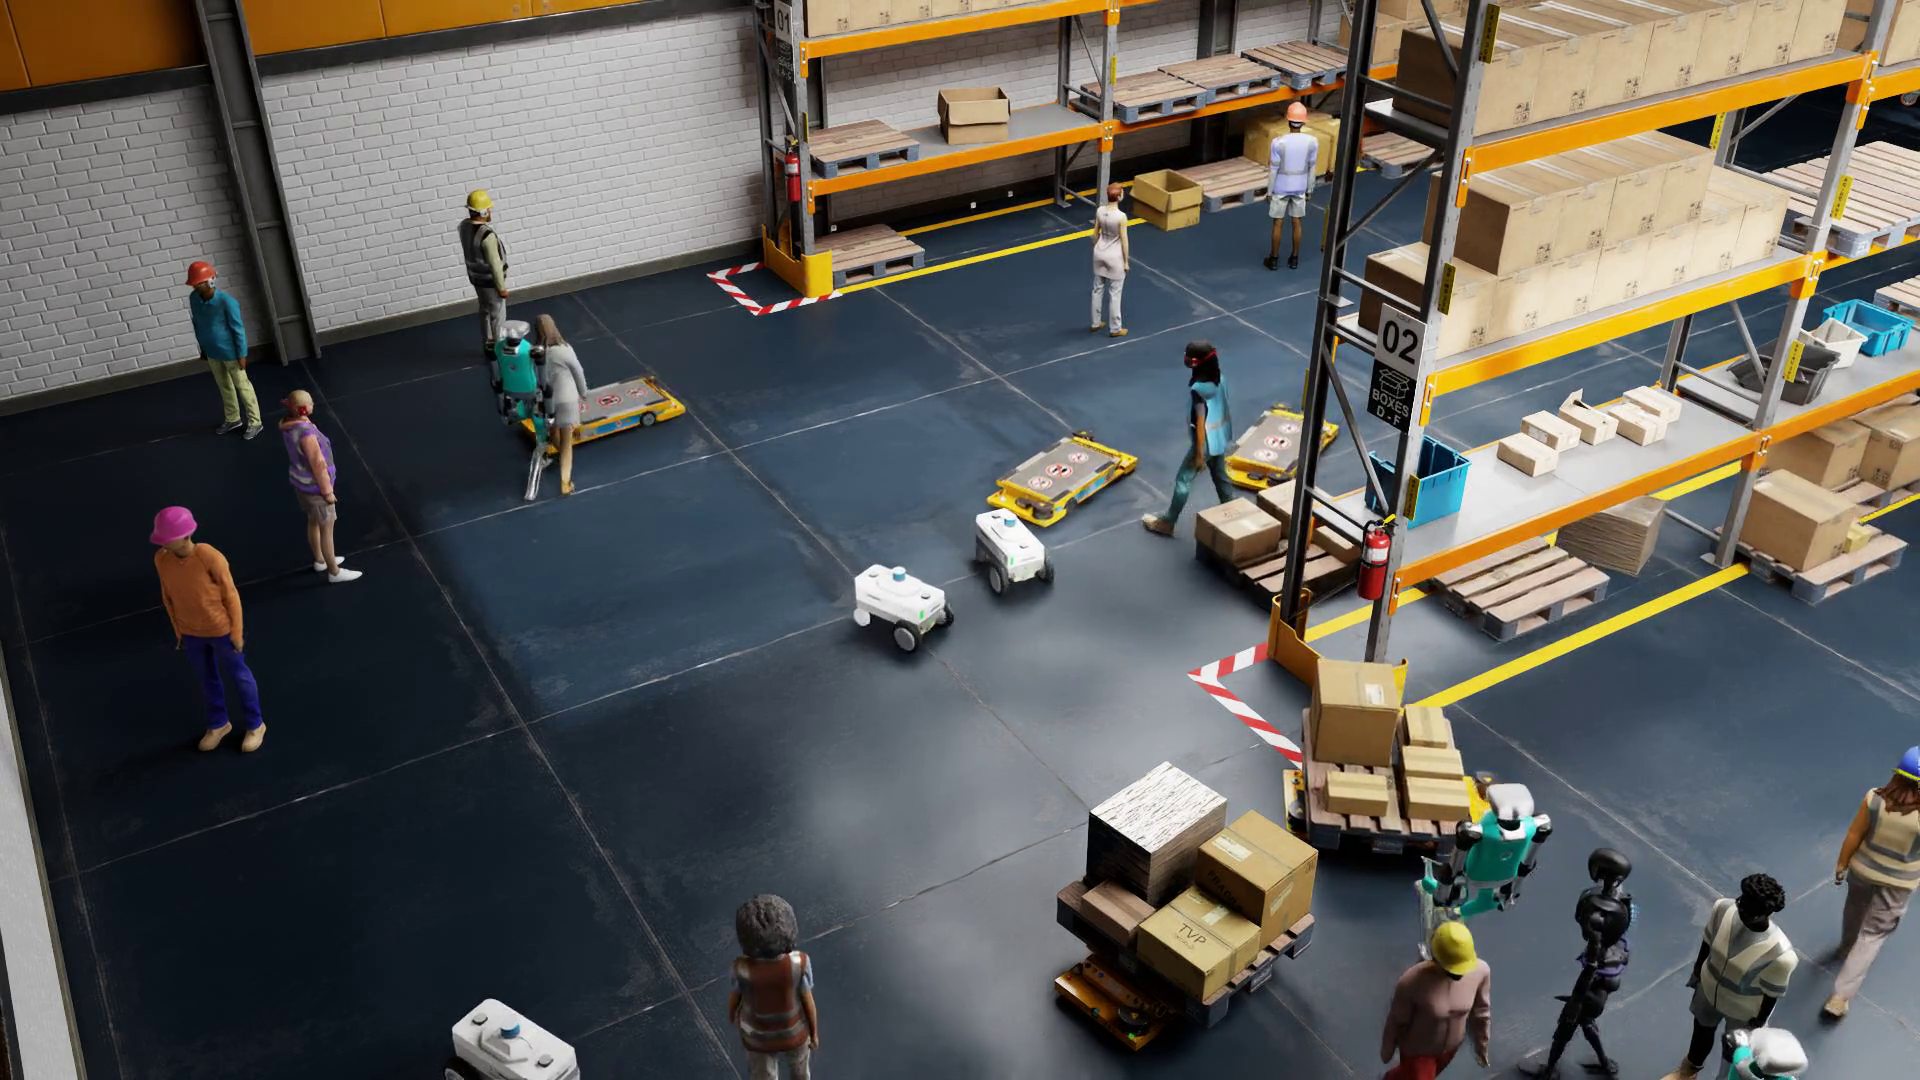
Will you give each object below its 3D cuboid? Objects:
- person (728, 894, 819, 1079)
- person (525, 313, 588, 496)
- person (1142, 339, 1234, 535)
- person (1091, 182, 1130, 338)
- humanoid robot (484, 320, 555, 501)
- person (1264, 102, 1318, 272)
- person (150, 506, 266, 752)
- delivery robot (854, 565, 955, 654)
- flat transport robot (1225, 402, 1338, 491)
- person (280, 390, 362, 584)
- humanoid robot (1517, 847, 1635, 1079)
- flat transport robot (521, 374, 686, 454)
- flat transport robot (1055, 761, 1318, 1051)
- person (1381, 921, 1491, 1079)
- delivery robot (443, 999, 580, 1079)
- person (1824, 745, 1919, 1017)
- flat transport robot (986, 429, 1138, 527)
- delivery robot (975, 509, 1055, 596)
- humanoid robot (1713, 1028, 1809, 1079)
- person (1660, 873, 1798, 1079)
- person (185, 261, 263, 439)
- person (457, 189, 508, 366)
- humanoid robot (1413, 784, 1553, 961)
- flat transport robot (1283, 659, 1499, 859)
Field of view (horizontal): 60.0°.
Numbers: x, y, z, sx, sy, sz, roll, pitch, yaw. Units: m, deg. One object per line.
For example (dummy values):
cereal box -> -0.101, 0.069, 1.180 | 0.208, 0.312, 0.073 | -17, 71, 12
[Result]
person -> -0.997, 2.508, 8.772 | 0.449, 1.653, 0.780 | -7, 33, -11
person -> -3.582, -1.264, 14.817 | 0.508, 1.613, 0.847 | -1, 32, -1
person -> 1.994, -0.825, 13.950 | 0.821, 1.817, 0.573 | 18, 36, 26
person -> 1.578, -2.948, 17.471 | 0.442, 1.660, 0.287 | 25, 40, 34
humanoid robot -> -3.756, -1.215, 14.641 | 0.563, 1.738, 0.992 | 3, 32, 5
person -> 3.749, -4.017, 18.925 | 0.568, 1.933, 0.383 | -3, 32, -5
person -> -5.205, 0.609, 11.504 | 0.505, 1.983, 0.390 | 3, 32, 5
delivery robot -> -0.446, 0.505, 13.026 | 0.790, 0.613, 0.499 | 21, 38, 30
flat transport robot -> 2.962, -0.849, 15.437 | 0.659, 0.231, 1.431 | 17, 36, 25
person -> -5.209, -0.438, 13.440 | 0.341, 1.692, 0.494 | -26, 40, -35
humanoid robot -> 3.459, 2.360, 9.031 | 0.454, 1.656, 0.610 | 18, 36, 26
flat transport robot -> -3.438, -1.224, 16.036 | 1.431, 0.231, 0.659 | -21, 38, -29
flat transport robot -> 1.307, 2.488, 10.116 | 1.431, 0.231, 0.659 | -26, 41, -35
person -> 2.445, 2.591, 8.600 | 0.536, 1.720, 0.911 | -10, 34, -16
delivery robot -> -2.466, 2.867, 9.235 | 0.748, 0.586, 0.524 | 20, 37, 29
person -> 5.325, 1.940, 9.606 | 0.484, 1.739, 0.888 | 27, 41, 36
flat transport robot -> 0.934, -0.567, 14.988 | 0.659, 0.231, 1.431 | 23, 39, 32
delivery robot -> 0.412, 0.048, 13.706 | 0.499, 0.560, 0.734 | -14, 35, -21
humanoid robot -> 3.913, 2.989, 7.980 | 0.771, 1.822, 0.552 | -5, 32, -8
person -> 4.112, 2.431, 8.870 | 0.323, 1.688, 0.528 | -14, 35, -21
person -> -6.898, -1.780, 15.523 | 0.569, 1.750, 0.328 | 12, 34, 19
person -> -4.782, -2.663, 16.874 | 0.403, 1.824, 0.591 | -27, 41, -36
humanoid robot -> 2.923, 1.924, 9.629 | 0.539, 1.737, 0.889 | -4, 32, -6
flat transport robot -> 2.920, 1.797, 11.218 | 1.431, 0.231, 0.659 | 4, 32, 6
